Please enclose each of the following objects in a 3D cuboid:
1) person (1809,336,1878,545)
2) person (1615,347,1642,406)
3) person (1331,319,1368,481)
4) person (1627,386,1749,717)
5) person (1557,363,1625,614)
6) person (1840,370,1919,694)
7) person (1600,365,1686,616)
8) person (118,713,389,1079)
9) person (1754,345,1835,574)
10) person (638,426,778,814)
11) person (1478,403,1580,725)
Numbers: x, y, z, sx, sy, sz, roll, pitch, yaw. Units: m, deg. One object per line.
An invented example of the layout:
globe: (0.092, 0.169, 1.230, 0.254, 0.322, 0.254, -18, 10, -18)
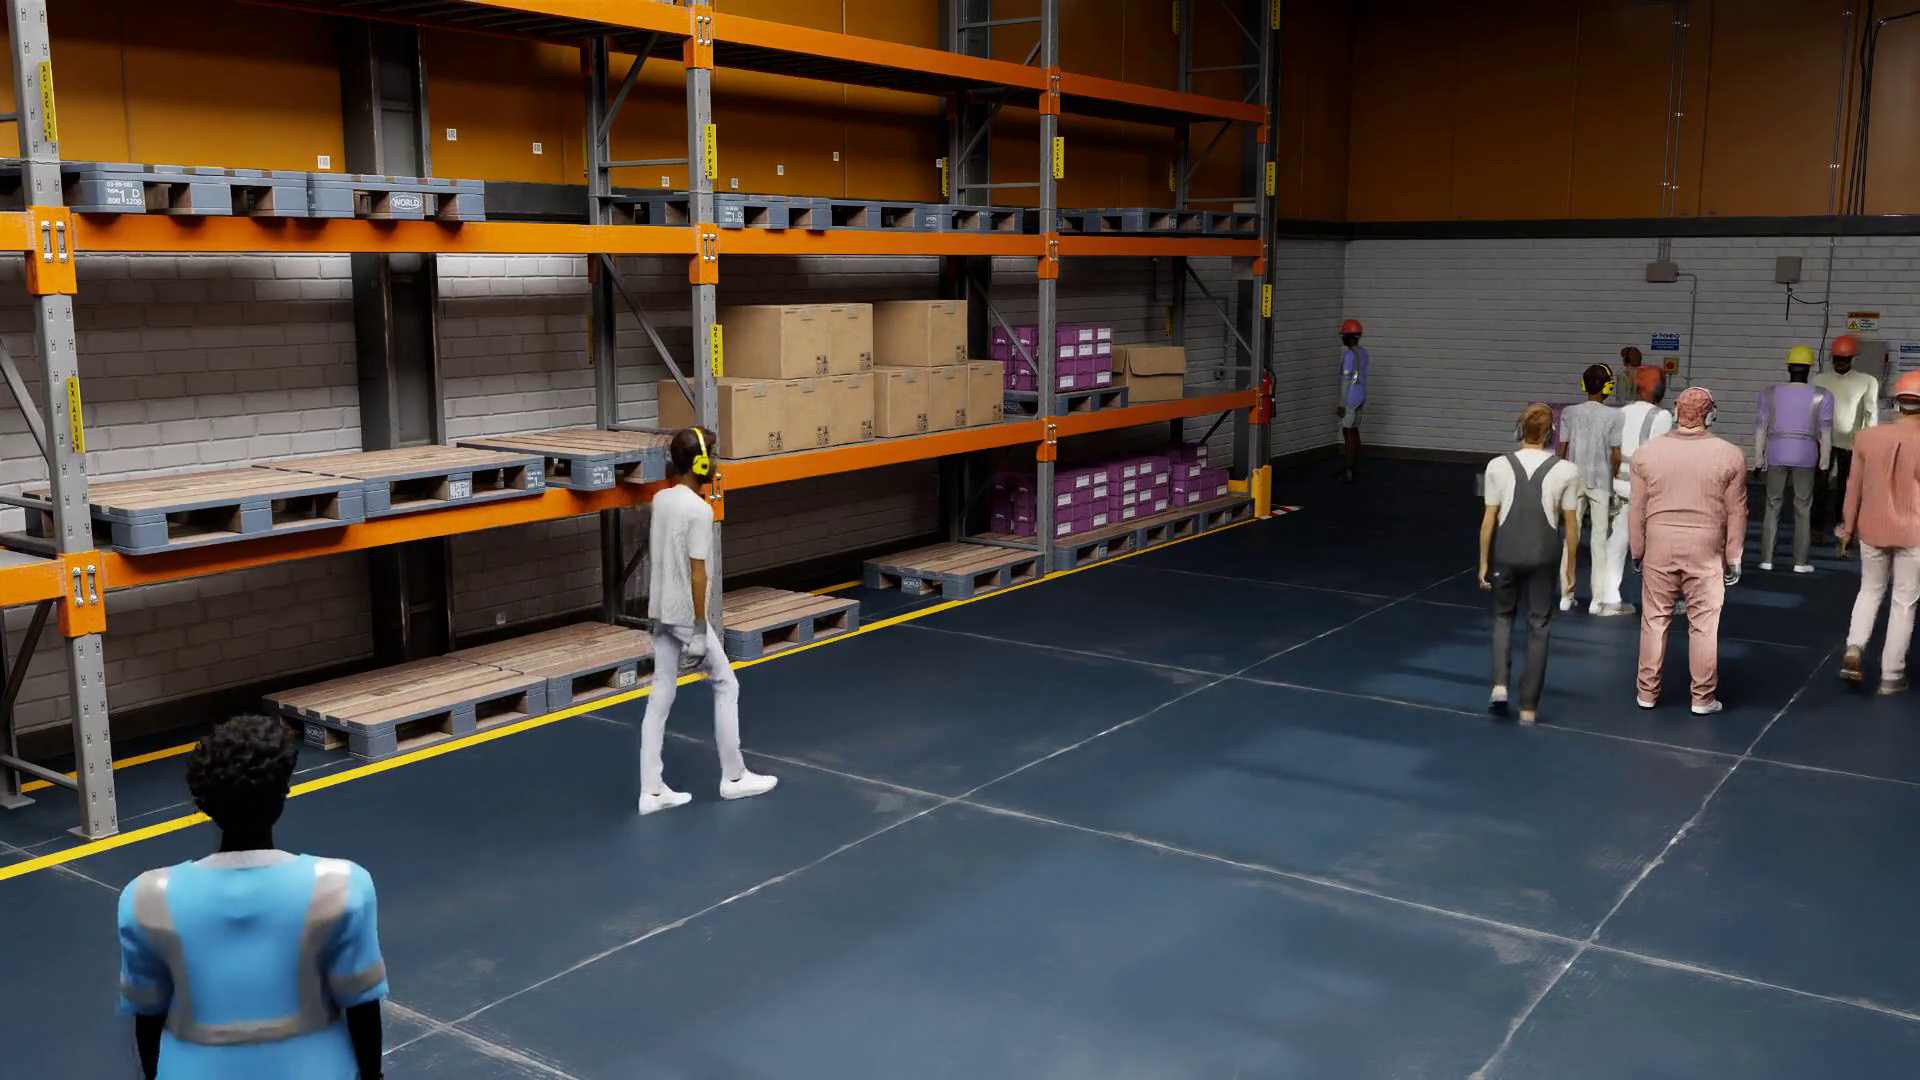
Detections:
person: (8.229, -0.941, 15.578, 0.604, 1.946, 1.042, 6, 11, 32)
person: (7.731, -1.408, 19.215, 0.515, 1.640, 0.315, -7, 12, -36)
person: (4.673, -1.677, 19.953, 0.379, 1.935, 0.543, 6, 11, 32)
person: (4.206, 0.067, 9.640, 0.642, 1.909, 0.408, 6, 11, 32)
person: (4.707, -0.383, 12.432, 0.514, 1.871, 0.327, 9, 13, 44)
person: (5.620, -0.030, 9.991, 0.516, 1.981, 0.644, -8, 12, -39)
person: (5.116, -0.356, 12.297, 0.794, 1.855, 0.607, -3, 10, -18)
person: (-1.491, 1.200, 3.568, 0.535, 1.684, 0.374, -3, 10, -15)
person: (7.012, -0.676, 14.007, 0.593, 1.922, 0.387, 6, 11, 33)
person: (-1.253, 0.371, 8.026, 0.810, 1.838, 0.541, -9, 13, -43)
person: (3.228, 0.137, 9.464, 0.517, 1.825, 0.418, 4, 10, 23)
